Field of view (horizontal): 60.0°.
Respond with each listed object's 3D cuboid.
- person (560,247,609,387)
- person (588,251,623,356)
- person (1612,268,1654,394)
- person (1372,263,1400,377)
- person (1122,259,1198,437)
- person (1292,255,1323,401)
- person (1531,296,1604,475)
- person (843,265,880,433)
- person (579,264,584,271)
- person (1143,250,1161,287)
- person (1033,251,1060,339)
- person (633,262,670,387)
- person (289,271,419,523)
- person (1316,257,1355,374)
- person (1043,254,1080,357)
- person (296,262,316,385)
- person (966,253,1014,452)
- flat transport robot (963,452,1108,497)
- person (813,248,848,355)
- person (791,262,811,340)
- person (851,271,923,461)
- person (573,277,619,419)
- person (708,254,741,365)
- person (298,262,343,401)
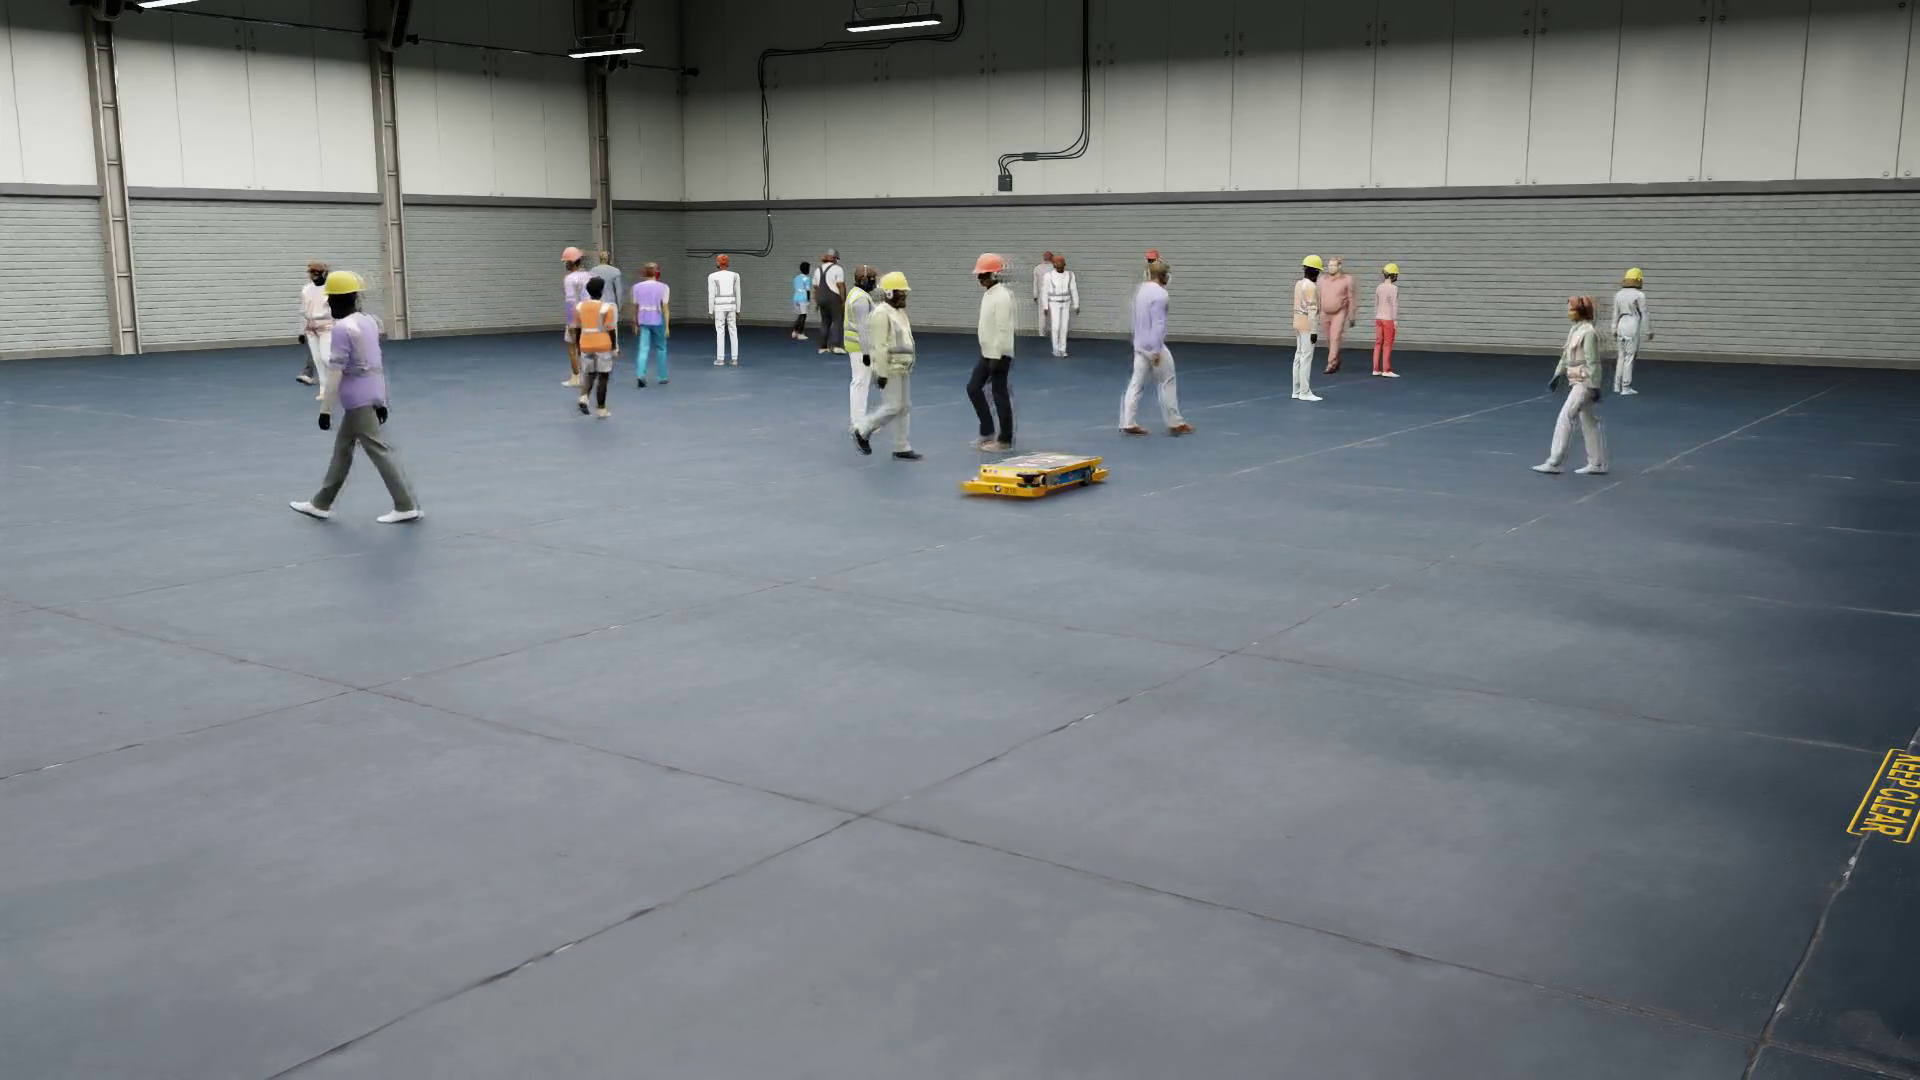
[{"bbox_3d":[-5.427,-3.191,23.903,0.648,2.024,0.620,4,11,20],"label":"person"},{"bbox_3d":[-6.521,-4.344,30.623,0.629,1.935,0.372,1,10,6],"label":"person"},{"bbox_3d":[9.268,-2.870,22.926,0.381,1.737,0.502,-4,11,-22],"label":"person"},{"bbox_3d":[6.662,-3.413,25.880,0.330,1.765,0.533,-4,11,-21],"label":"person"},{"bbox_3d":[2.167,-2.053,17.874,0.922,1.895,0.643,-3,11,-17],"label":"person"},{"bbox_3d":[4.607,-2.803,22.024,0.372,1.922,0.585,-1,10,-8],"label":"person"},{"bbox_3d":[5.469,-1.371,14.888,0.766,1.607,0.537,2,10,10],"label":"person"},{"bbox_3d":[-1.059,-2.086,18.261,0.429,1.835,0.630,-2,10,-9],"label":"person"},{"bbox_3d":[-8.292,-5.257,35.990,0.429,1.842,0.629,-4,11,-20],"label":"person"},{"bbox_3d":[3.877,-4.892,33.681,0.372,1.934,0.551,1,10,6],"label":"person"},{"bbox_3d":[1.929,-5.343,36.288,0.639,1.911,0.402,2,10,13],"label":"person"},{"bbox_3d":[-4.501,-3.139,24.237,0.580,1.805,0.920,2,10,10],"label":"person"},{"bbox_3d":[-4.522,-1.044,12.305,1.007,1.868,0.612,0,10,0],"label":"person"},{"bbox_3d":[6.041,-3.631,26.832,0.658,1.873,0.936,7,12,35],"label":"person"},{"bbox_3d":[1.850,-4.242,30.239,0.619,1.859,0.535,-3,11,-16],"label":"person"},{"bbox_3d":[-9.452,-3.193,24.571,0.535,1.794,0.954,3,11,16],"label":"person"},{"bbox_3d":[0.282,-1.841,16.494,0.590,1.968,0.641,-3,10,-15],"label":"person"},{"bbox_3d":[0.662,-0.568,14.128,0.652,0.197,1.431,6,12,29],"label":"flat transport robot"},{"bbox_3d":[-2.398,-4.497,31.176,0.873,2.000,0.604,9,14,42],"label":"person"},{"bbox_3d":[-3.402,-5.153,35.893,0.377,1.669,0.546,-9,13,-41],"label":"person"},{"bbox_3d":[-0.682,-1.646,15.844,0.594,1.812,0.594,3,11,16],"label":"person"},{"bbox_3d":[-4.305,-2.268,19.685,0.549,1.681,0.397,3,11,18],"label":"person"},{"bbox_3d":[-4.027,-3.930,28.441,0.572,1.885,0.356,-5,11,-27],"label":"person"},{"bbox_3d":[-8.404,-2.733,21.904,0.629,1.829,0.444,3,11,19],"label":"person"}]
